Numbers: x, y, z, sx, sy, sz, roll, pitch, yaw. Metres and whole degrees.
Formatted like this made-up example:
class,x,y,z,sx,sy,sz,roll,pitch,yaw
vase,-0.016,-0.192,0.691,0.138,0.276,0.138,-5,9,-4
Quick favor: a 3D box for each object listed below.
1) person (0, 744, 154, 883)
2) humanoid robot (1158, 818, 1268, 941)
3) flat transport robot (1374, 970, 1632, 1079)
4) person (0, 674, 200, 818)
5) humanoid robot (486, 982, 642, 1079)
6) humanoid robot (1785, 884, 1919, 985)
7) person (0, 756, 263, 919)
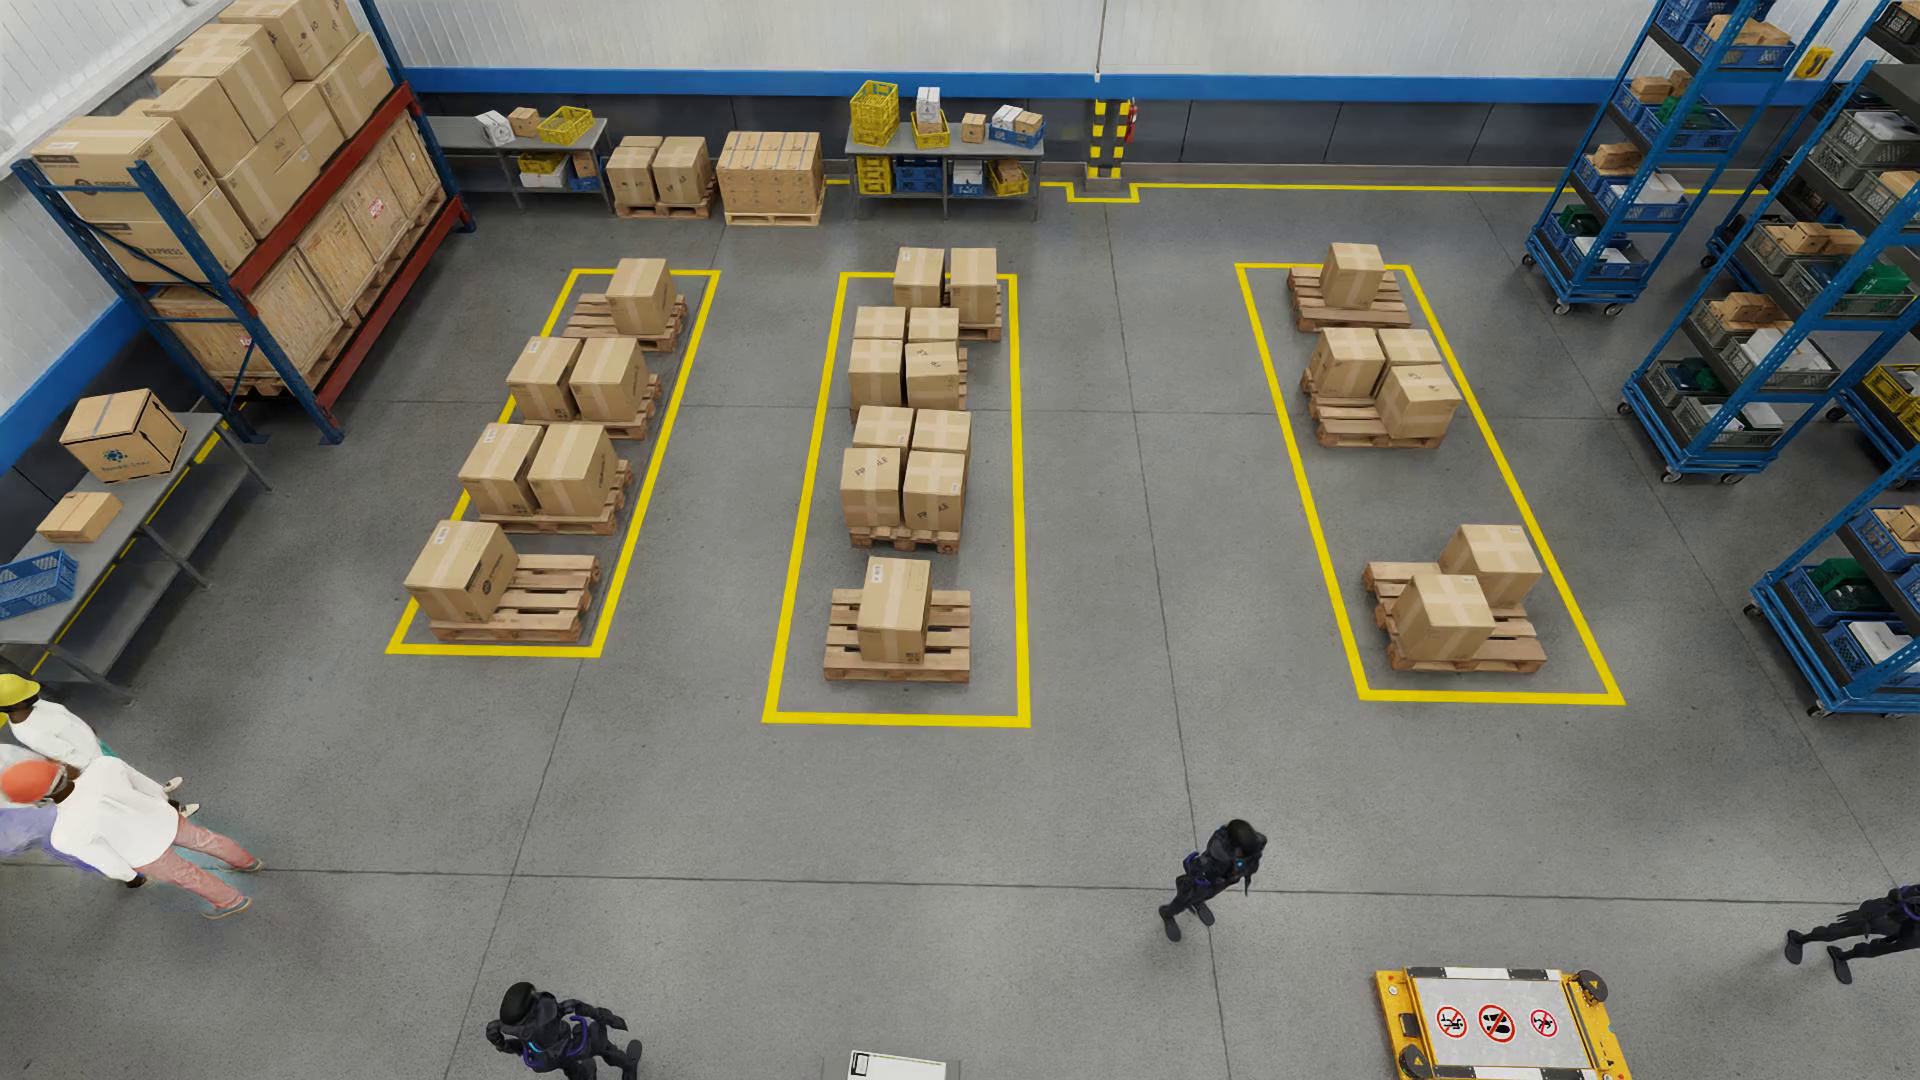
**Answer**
class,x,y,z,sx,sy,sz,roll,pitch,yaw
person,-6.069,1.732,5.932,0.738,2.000,0.567,-34,58,-24
humanoid robot,1.601,2.154,5.821,0.570,1.655,0.310,-16,53,-13
flat transport robot,3.501,3.133,5.914,1.431,0.197,0.652,1,51,1
person,-6.018,1.453,6.340,0.524,1.759,0.325,37,59,26
humanoid robot,-2.262,2.855,5.243,0.611,1.653,0.320,-13,52,-11
humanoid robot,5.869,2.369,5.644,0.573,1.652,0.328,19,53,15
person,-5.200,1.887,5.837,0.380,1.991,0.608,-5,51,-4
